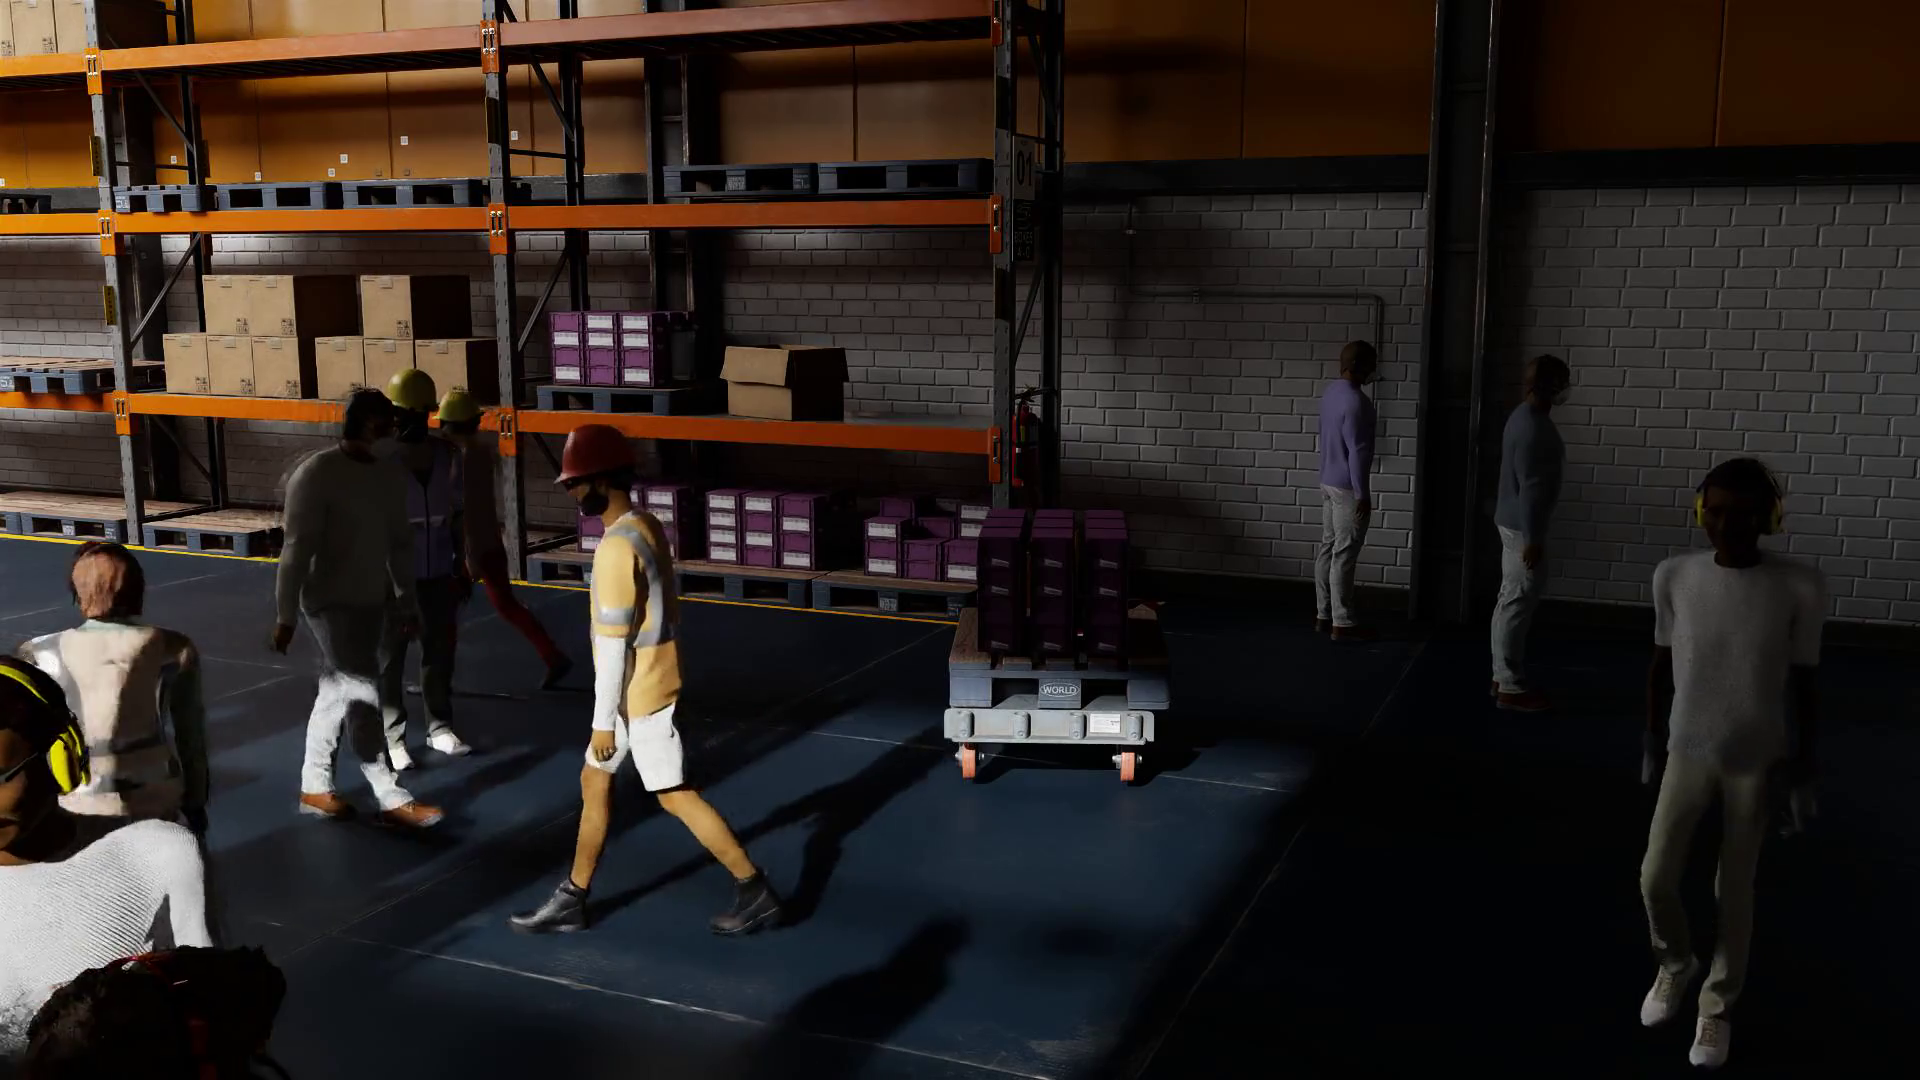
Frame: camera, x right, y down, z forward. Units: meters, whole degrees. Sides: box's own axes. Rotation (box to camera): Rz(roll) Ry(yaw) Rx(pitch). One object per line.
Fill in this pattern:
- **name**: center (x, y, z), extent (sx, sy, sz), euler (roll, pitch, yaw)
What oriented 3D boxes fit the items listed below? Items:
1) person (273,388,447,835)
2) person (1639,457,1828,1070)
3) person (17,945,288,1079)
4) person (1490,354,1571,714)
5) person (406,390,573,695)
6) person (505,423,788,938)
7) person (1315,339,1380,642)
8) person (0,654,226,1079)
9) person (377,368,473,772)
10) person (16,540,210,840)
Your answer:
- **person**: center (-2.511, 0.302, 7.102), extent (0.927, 1.891, 0.644), euler (3, 10, 17)
- **person**: center (2.298, 0.678, 4.985), extent (0.519, 1.858, 0.381), euler (6, 11, 33)
- **person**: center (-0.854, 1.281, 1.543), extent (0.578, 1.806, 0.925), euler (8, 12, 40)
- **person**: center (3.096, -0.043, 9.053), extent (0.372, 1.935, 0.629), euler (3, 10, 15)
- **person**: center (-2.642, 0.023, 9.267), extent (0.877, 1.729, 0.527), euler (1, 10, 8)
- **person**: center (-1.100, 0.516, 5.899), extent (1.012, 1.882, 0.551), euler (-1, 10, -4)
- **person**: center (2.499, -0.322, 10.722), extent (0.372, 1.934, 0.627), euler (-1, 10, -7)
- **person**: center (-1.399, 1.079, 2.627), extent (0.529, 1.829, 0.765), euler (-1, 9, -4)
- **person**: center (-2.625, 0.132, 8.030), extent (0.370, 1.924, 0.586), euler (8, 13, 42)
- **person**: center (-2.476, 0.812, 4.934), extent (0.510, 1.613, 0.759), euler (-8, 13, -41)
